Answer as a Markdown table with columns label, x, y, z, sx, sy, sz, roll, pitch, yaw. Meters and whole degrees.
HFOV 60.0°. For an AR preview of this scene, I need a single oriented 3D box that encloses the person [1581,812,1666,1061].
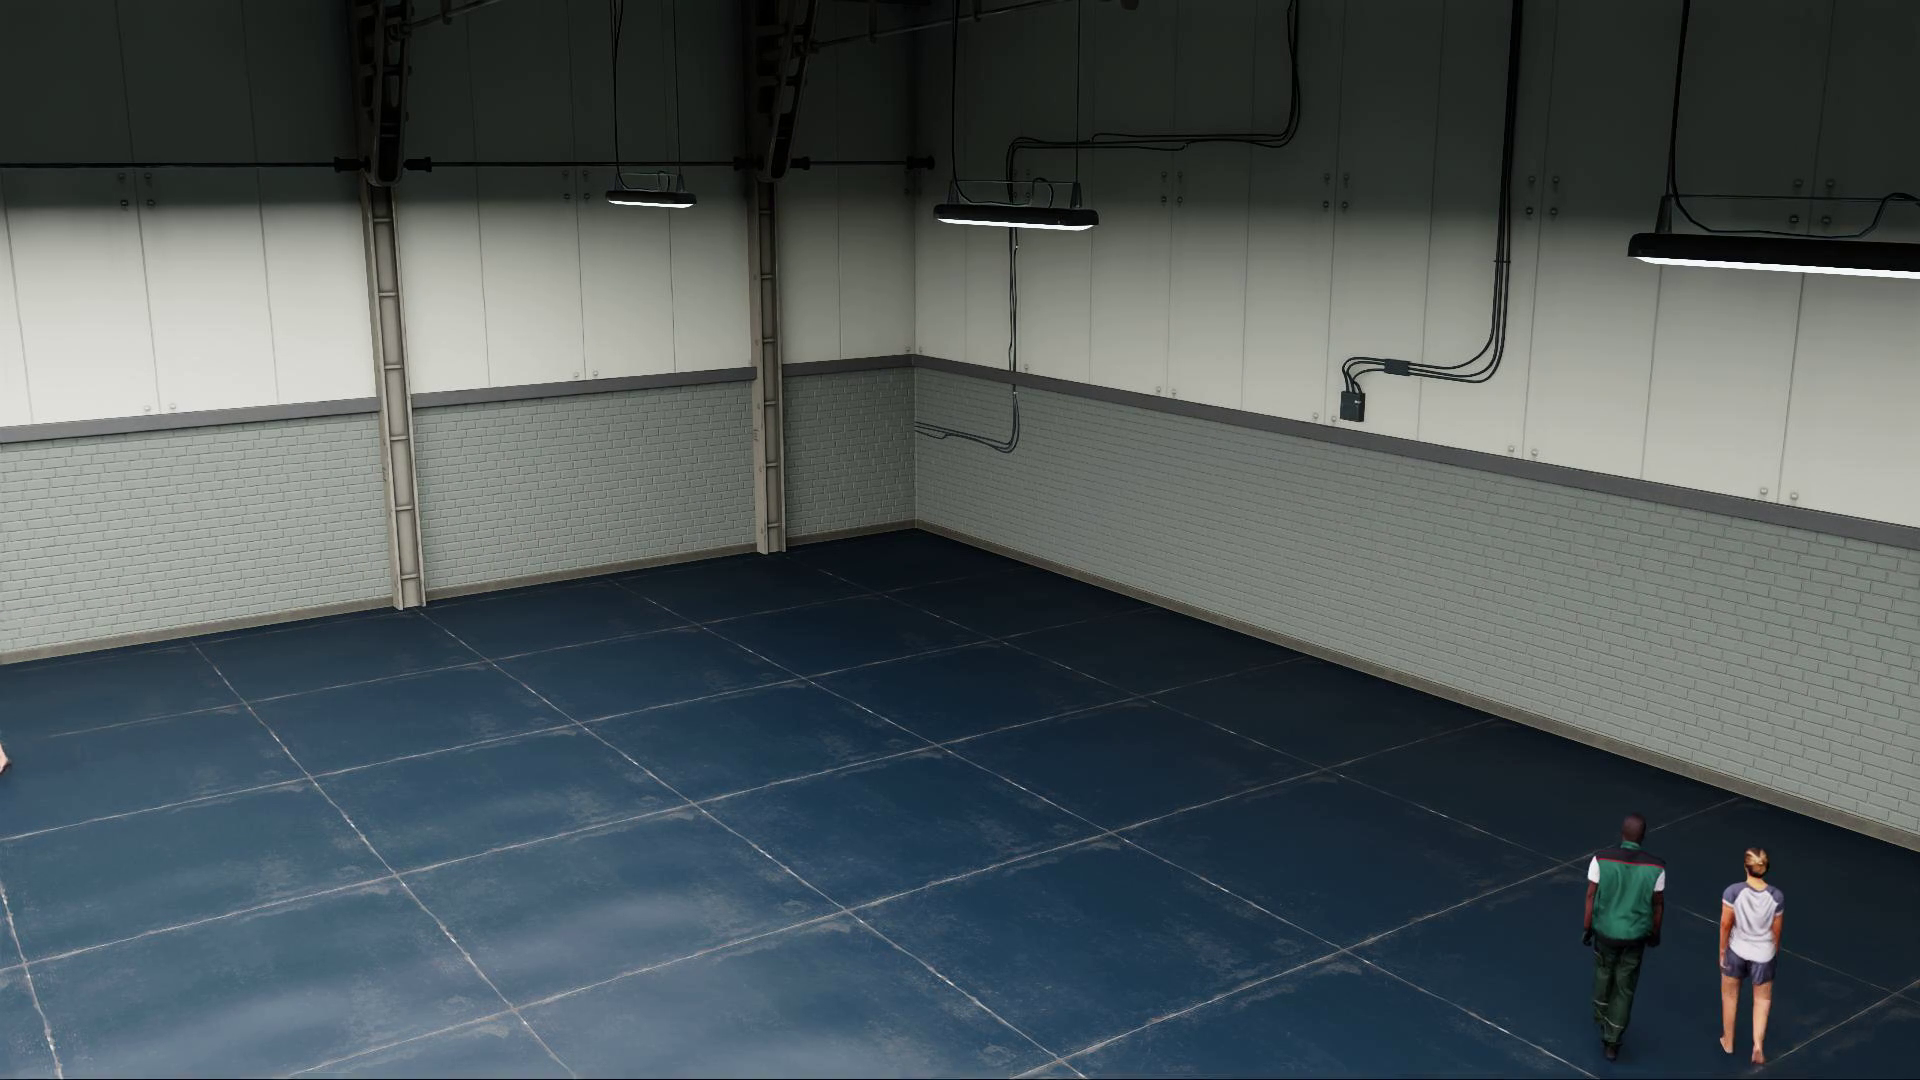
| label | x | y | z | sx | sy | sz | roll | pitch | yaw |
| --- | --- | --- | --- | --- | --- | --- | --- | --- | --- |
| person | 4.771 | 2.883 | 12.001 | 0.966 | 1.817 | 1.062 | 5 | 14 | 20 |

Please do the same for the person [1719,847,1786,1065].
| label | x | y | z | sx | sy | sz | roll | pitch | yaw |
| --- | --- | --- | --- | --- | --- | --- | --- | --- | --- |
| person | 5.674 | 3.007 | 11.921 | 0.791 | 1.612 | 0.881 | 4 | 14 | 18 |
